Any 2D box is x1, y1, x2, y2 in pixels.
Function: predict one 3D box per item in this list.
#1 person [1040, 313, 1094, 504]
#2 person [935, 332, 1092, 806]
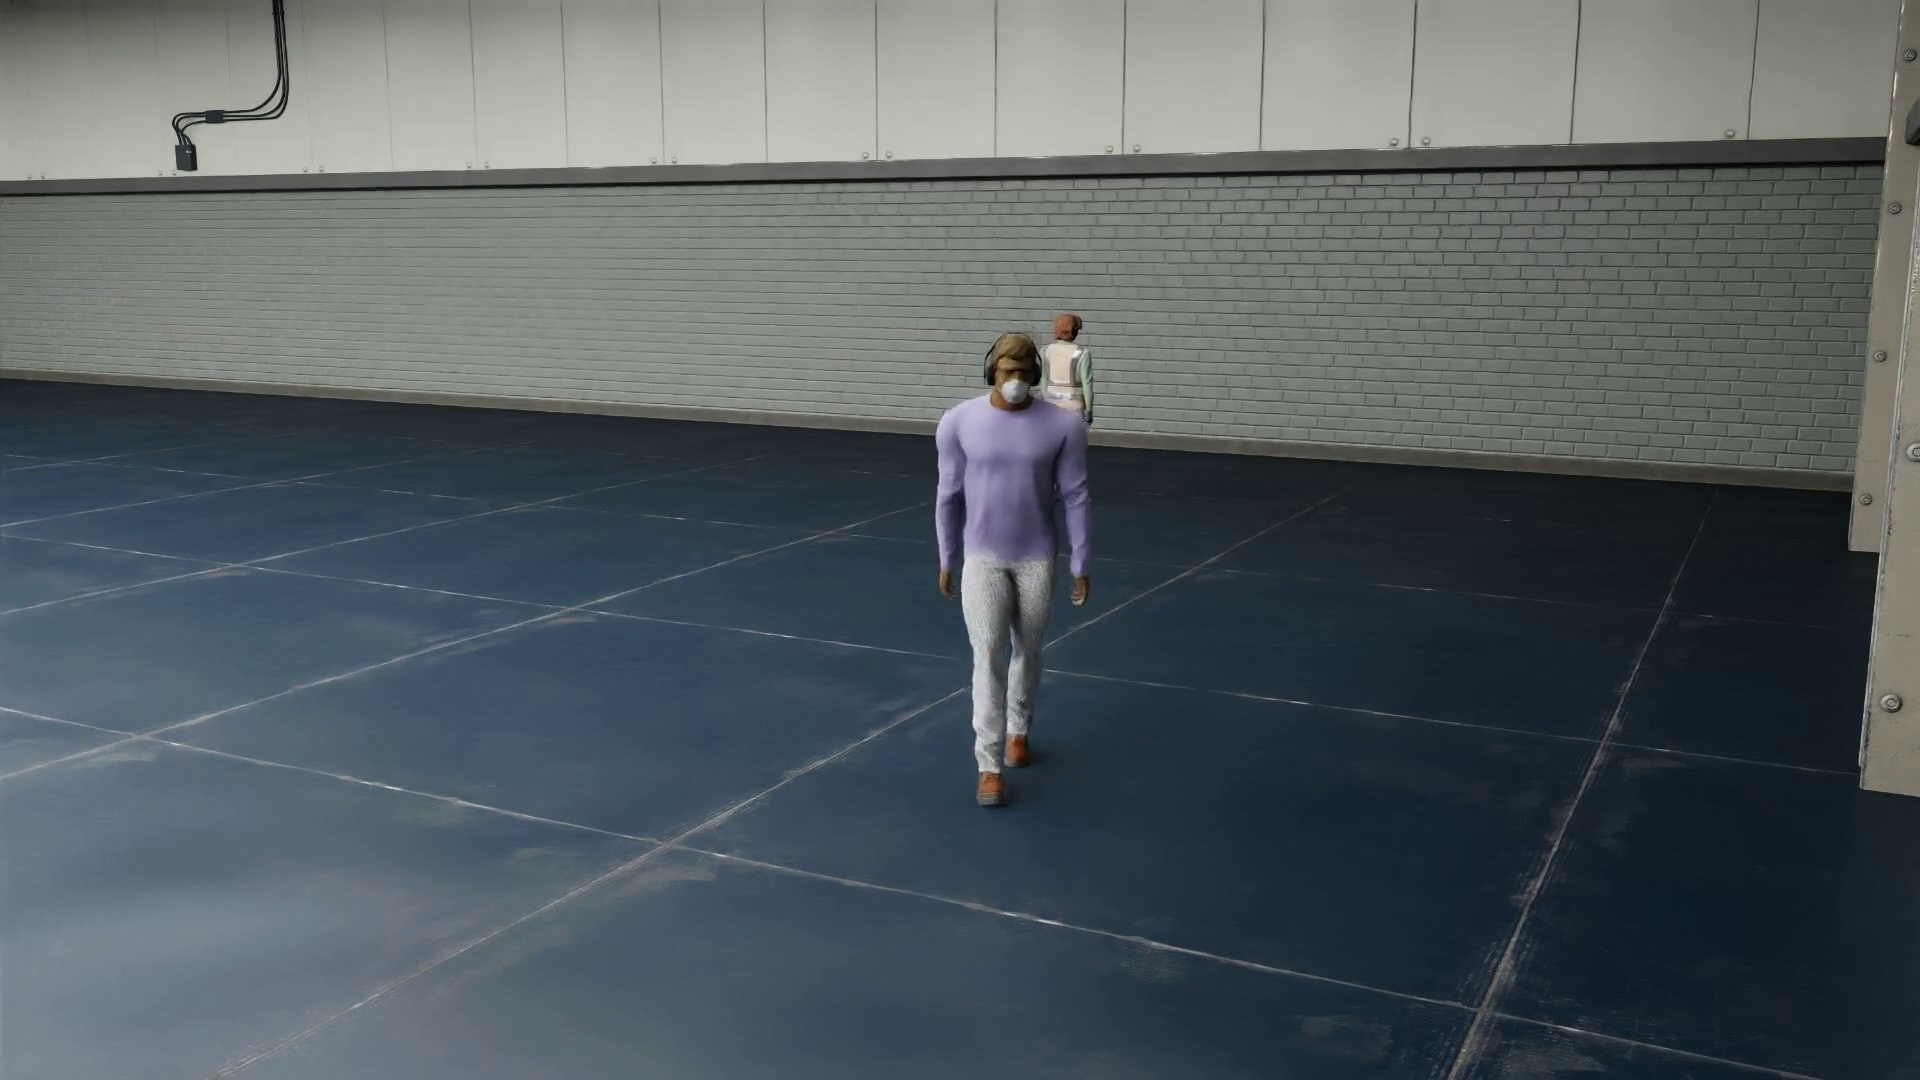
[{"bbox_3d":[0.913,-1.107,14.189,0.520,1.638,0.343,7,12,33],"label":"person"},{"bbox_3d":[0.222,0.090,6.949,0.650,1.906,0.852,0,10,-2],"label":"person"}]
